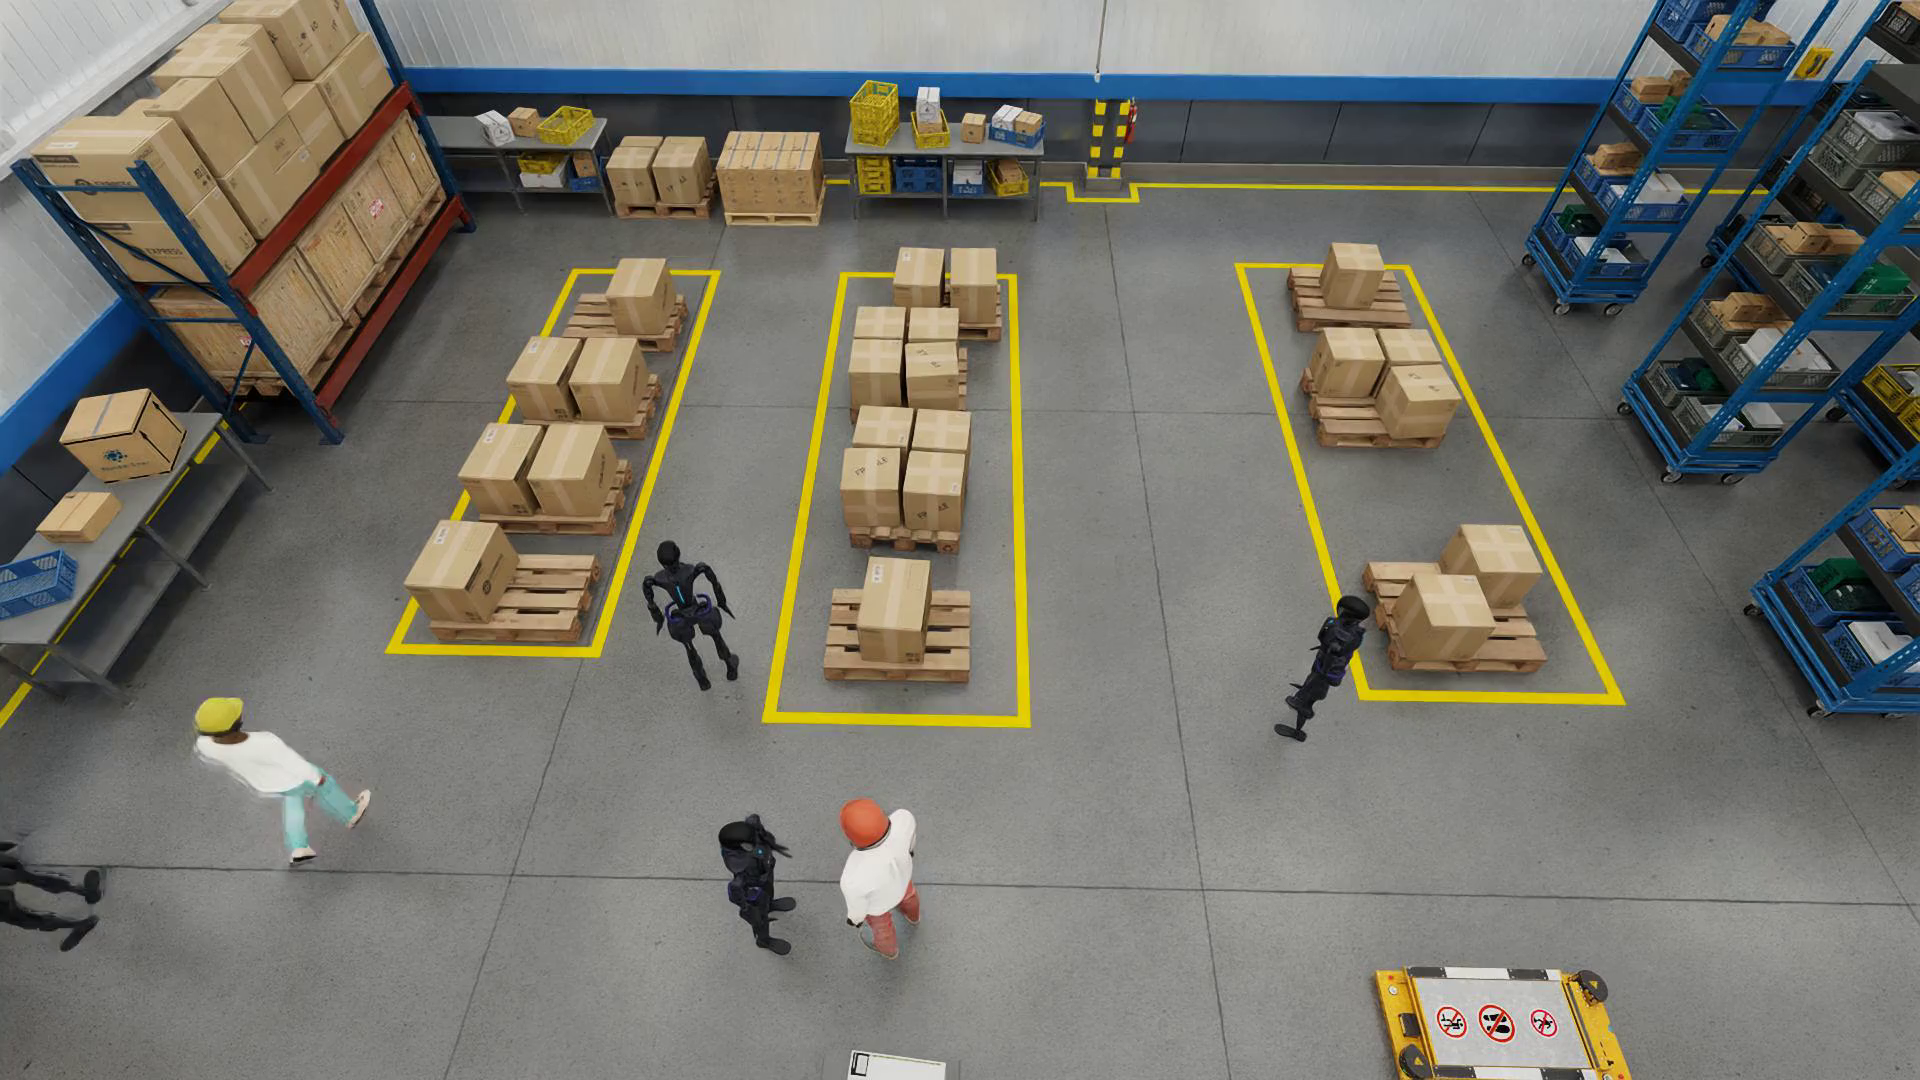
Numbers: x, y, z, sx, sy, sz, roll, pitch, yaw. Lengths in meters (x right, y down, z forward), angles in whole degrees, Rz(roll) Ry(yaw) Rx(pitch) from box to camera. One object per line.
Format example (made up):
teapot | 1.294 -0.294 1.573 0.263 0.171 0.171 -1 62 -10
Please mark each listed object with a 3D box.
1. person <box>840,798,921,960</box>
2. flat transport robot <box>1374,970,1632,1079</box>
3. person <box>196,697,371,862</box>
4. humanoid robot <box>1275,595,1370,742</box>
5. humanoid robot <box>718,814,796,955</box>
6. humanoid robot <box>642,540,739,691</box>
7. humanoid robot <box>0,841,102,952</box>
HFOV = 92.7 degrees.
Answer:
person | -0.498 2.097 5.665 0.397 1.989 0.621 29 56 21
flat transport robot | 3.501 3.133 5.914 1.431 0.197 0.652 1 51 1
person | -4.616 1.630 6.199 0.534 1.747 0.558 -3 51 -2
humanoid robot | 2.686 0.945 6.798 0.315 1.656 0.609 26 55 19
humanoid robot | -1.262 2.166 5.800 0.326 1.660 0.587 2 51 1
humanoid robot | -2.076 0.587 7.089 0.596 1.657 0.325 -15 52 -12
humanoid robot | -6.246 2.172 5.823 0.362 1.641 0.670 -16 53 -12
